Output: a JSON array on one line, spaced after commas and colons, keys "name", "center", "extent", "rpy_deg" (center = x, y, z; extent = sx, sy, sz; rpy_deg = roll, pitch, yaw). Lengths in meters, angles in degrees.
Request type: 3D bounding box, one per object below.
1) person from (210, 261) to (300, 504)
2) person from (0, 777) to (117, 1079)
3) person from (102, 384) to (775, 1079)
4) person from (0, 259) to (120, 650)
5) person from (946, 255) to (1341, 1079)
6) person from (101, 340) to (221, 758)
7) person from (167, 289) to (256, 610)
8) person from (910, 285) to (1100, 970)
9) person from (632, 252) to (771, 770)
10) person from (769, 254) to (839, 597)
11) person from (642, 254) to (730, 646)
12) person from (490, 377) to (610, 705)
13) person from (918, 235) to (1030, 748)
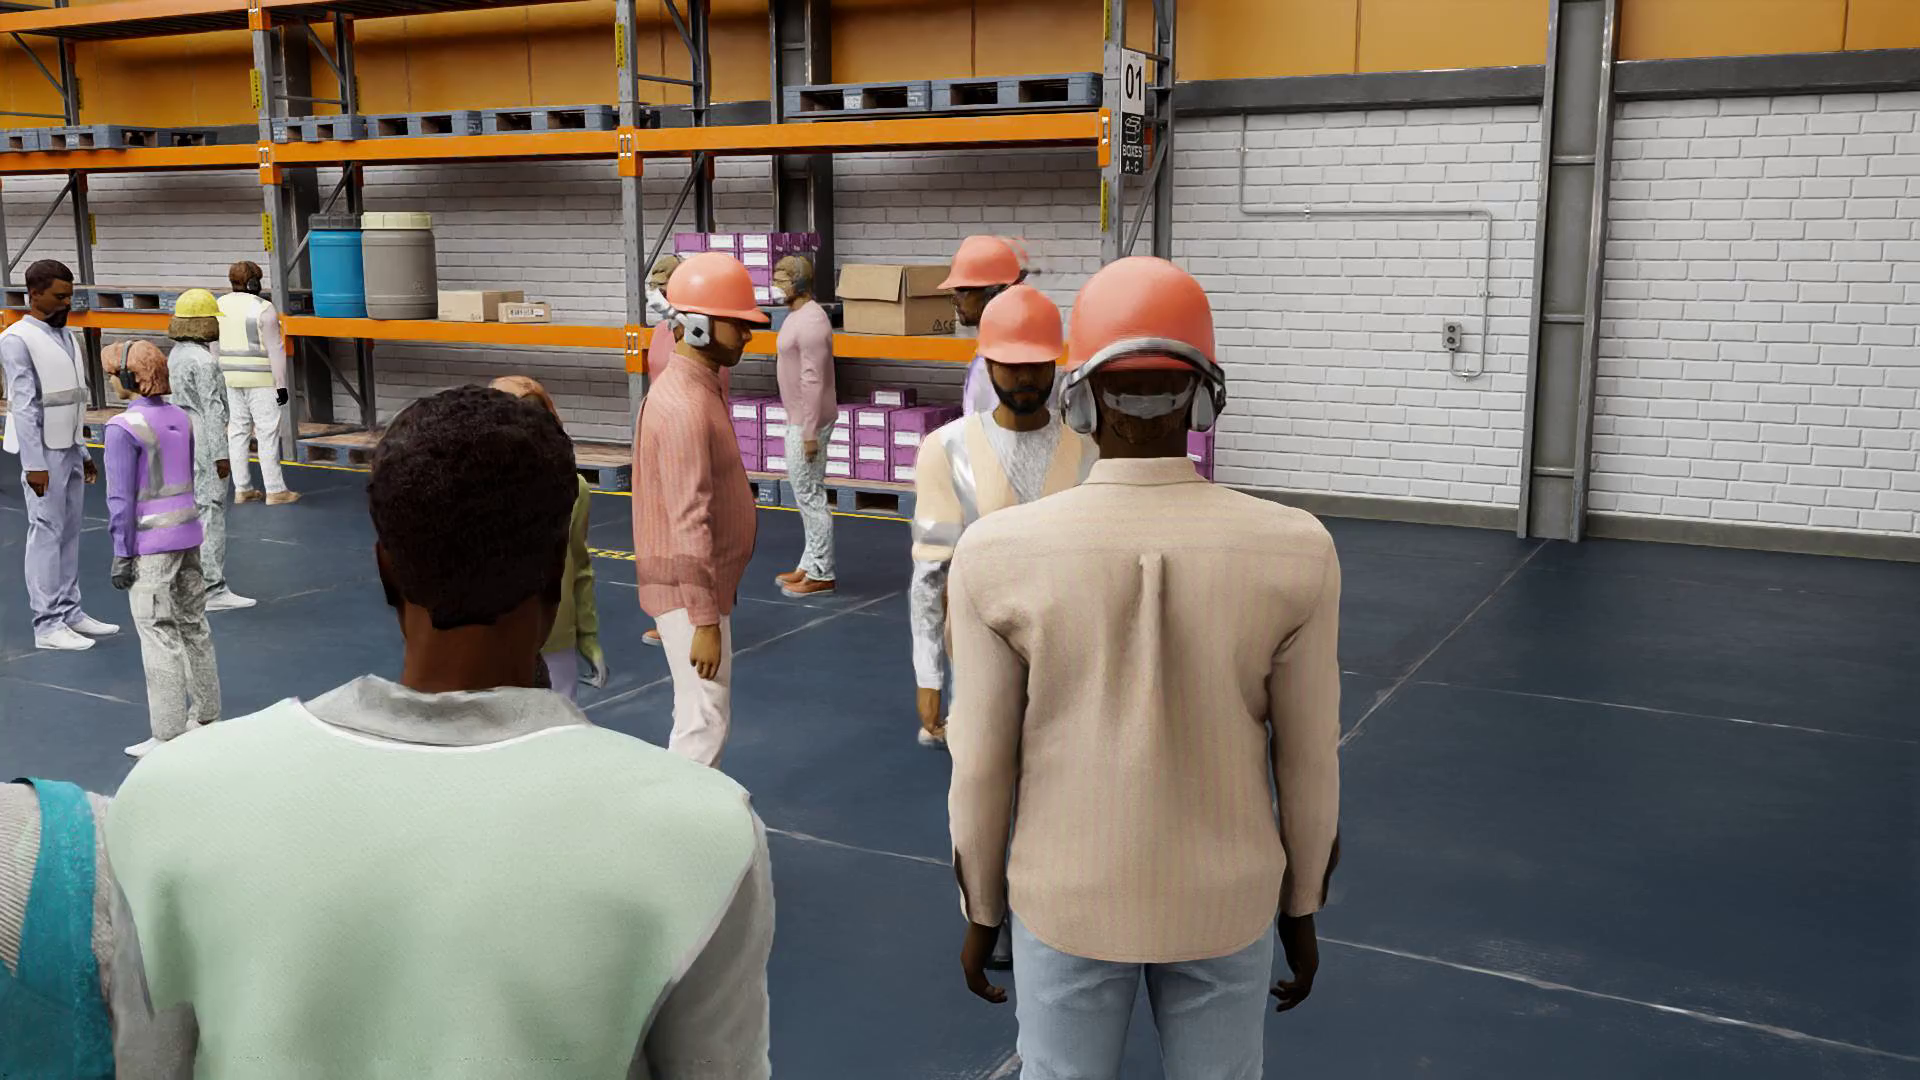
[{"name": "person", "center": [-5.355, -1.185, 12.616], "extent": [0.625, 1.844, 0.429], "rpy_deg": [3, 11, 17]}, {"name": "person", "center": [-0.925, 0.859, 1.531], "extent": [0.696, 1.801, 0.539], "rpy_deg": [4, 11, 22]}, {"name": "person", "center": [-0.484, 0.804, 1.583], "extent": [0.624, 1.884, 0.472], "rpy_deg": [1, 10, 3]}, {"name": "person", "center": [-4.491, -0.421, 8.235], "extent": [0.391, 1.913, 0.588], "rpy_deg": [-1, 10, -6]}, {"name": "person", "center": [0.284, 0.562, 2.620], "extent": [0.611, 1.994, 0.379], "rpy_deg": [0, 10, -1]}, {"name": "person", "center": [-3.133, 0.036, 6.509], "extent": [0.316, 1.629, 0.509], "rpy_deg": [0, 10, 3]}, {"name": "person", "center": [-4.113, -0.492, 9.085], "extent": [0.494, 1.743, 0.307], "rpy_deg": [10, 14, 43]}, {"name": "person", "center": [0.159, 0.303, 4.310], "extent": [0.568, 1.890, 0.933], "rpy_deg": [-1, 10, -6]}, {"name": "person", "center": [-0.747, 0.157, 4.892], "extent": [0.410, 1.980, 0.626], "rpy_deg": [-2, 10, -9]}, {"name": "person", "center": [-0.877, -0.645, 9.427], "extent": [0.380, 1.931, 0.649], "rpy_deg": [-2, 11, -10]}, {"name": "person", "center": [-1.319, -0.402, 8.055], "extent": [0.376, 1.940, 0.629], "rpy_deg": [-7, 12, -32]}, {"name": "person", "center": [-1.242, 0.347, 4.804], "extent": [0.304, 1.631, 0.511], "rpy_deg": [9, 14, 40]}, {"name": "person", "center": [0.062, -0.133, 6.346], "extent": [0.694, 2.019, 0.649], "rpy_deg": [-1, 10, -6]}]
